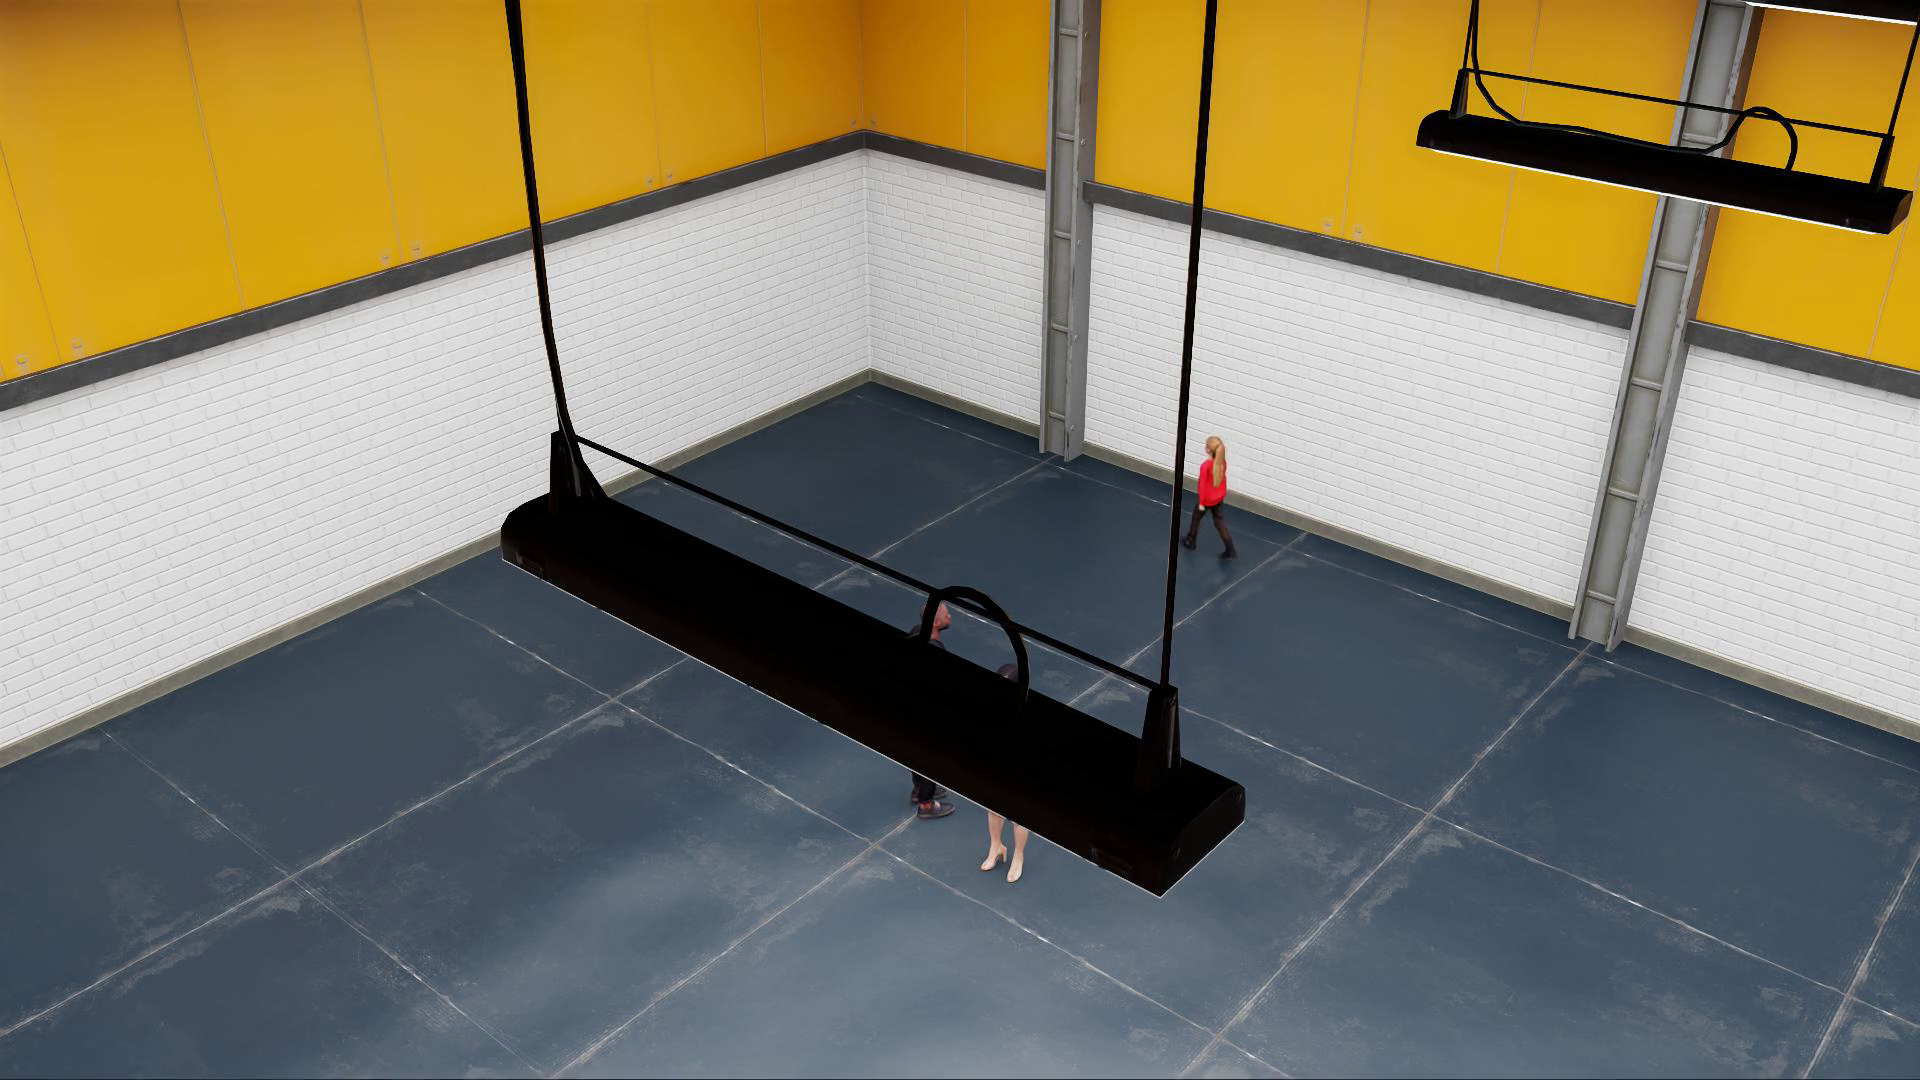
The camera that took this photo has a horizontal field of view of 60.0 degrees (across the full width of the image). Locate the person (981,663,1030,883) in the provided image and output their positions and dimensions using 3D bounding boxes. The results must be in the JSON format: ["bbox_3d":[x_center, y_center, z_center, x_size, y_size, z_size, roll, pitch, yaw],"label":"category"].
[{"bbox_3d":[0.330,1.629,11.709,0.574,1.775,0.709,20,34,32],"label":"person"}]

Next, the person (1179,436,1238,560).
[{"bbox_3d":[2.446,-0.378,15.924,0.623,1.261,0.948,-20,35,-33],"label":"person"}]

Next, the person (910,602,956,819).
[{"bbox_3d":[-0.230,1.243,12.373,0.809,1.817,0.677,-11,31,-19],"label":"person"}]
